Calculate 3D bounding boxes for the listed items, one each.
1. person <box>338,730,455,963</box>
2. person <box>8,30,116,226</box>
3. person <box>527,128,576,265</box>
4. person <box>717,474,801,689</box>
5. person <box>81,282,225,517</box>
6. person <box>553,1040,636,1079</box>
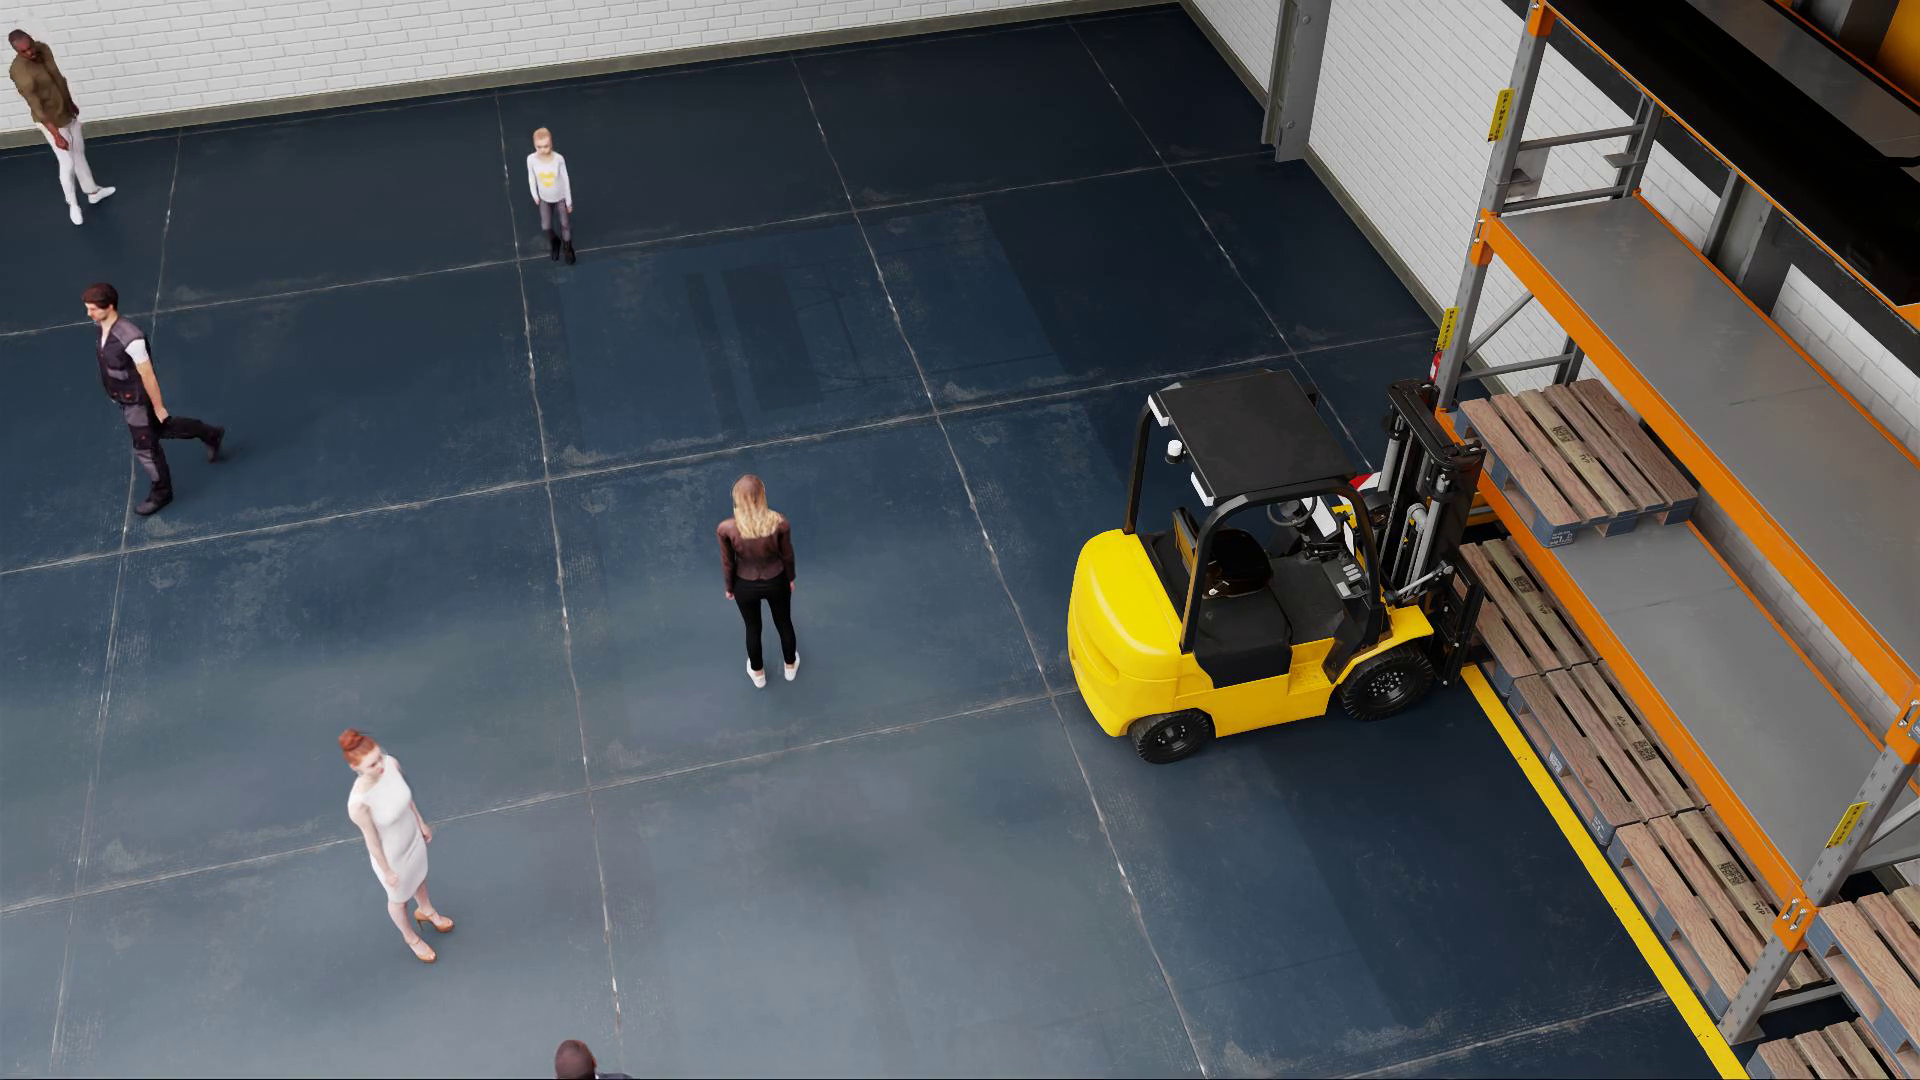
[{"bbox_3d":[-3.025,1.642,8.916,0.691,1.795,0.568,10,45,11],"label":"person"},{"bbox_3d":[-7.877,-3.704,14.529,0.907,1.794,0.637,-10,44,-10],"label":"person"},{"bbox_3d":[-3.444,-2.953,14.122,0.514,1.268,0.534,-6,44,-6],"label":"person"},{"bbox_3d":[-1.247,0.275,10.418,0.618,1.703,0.529,-7,44,-7],"label":"person"},{"bbox_3d":[-5.735,-1.077,11.746,1.122,1.829,1.065,32,52,29],"label":"person"},{"bbox_3d":[-1.623,2.834,7.643,0.743,1.825,0.683,-20,47,-20],"label":"person"}]
